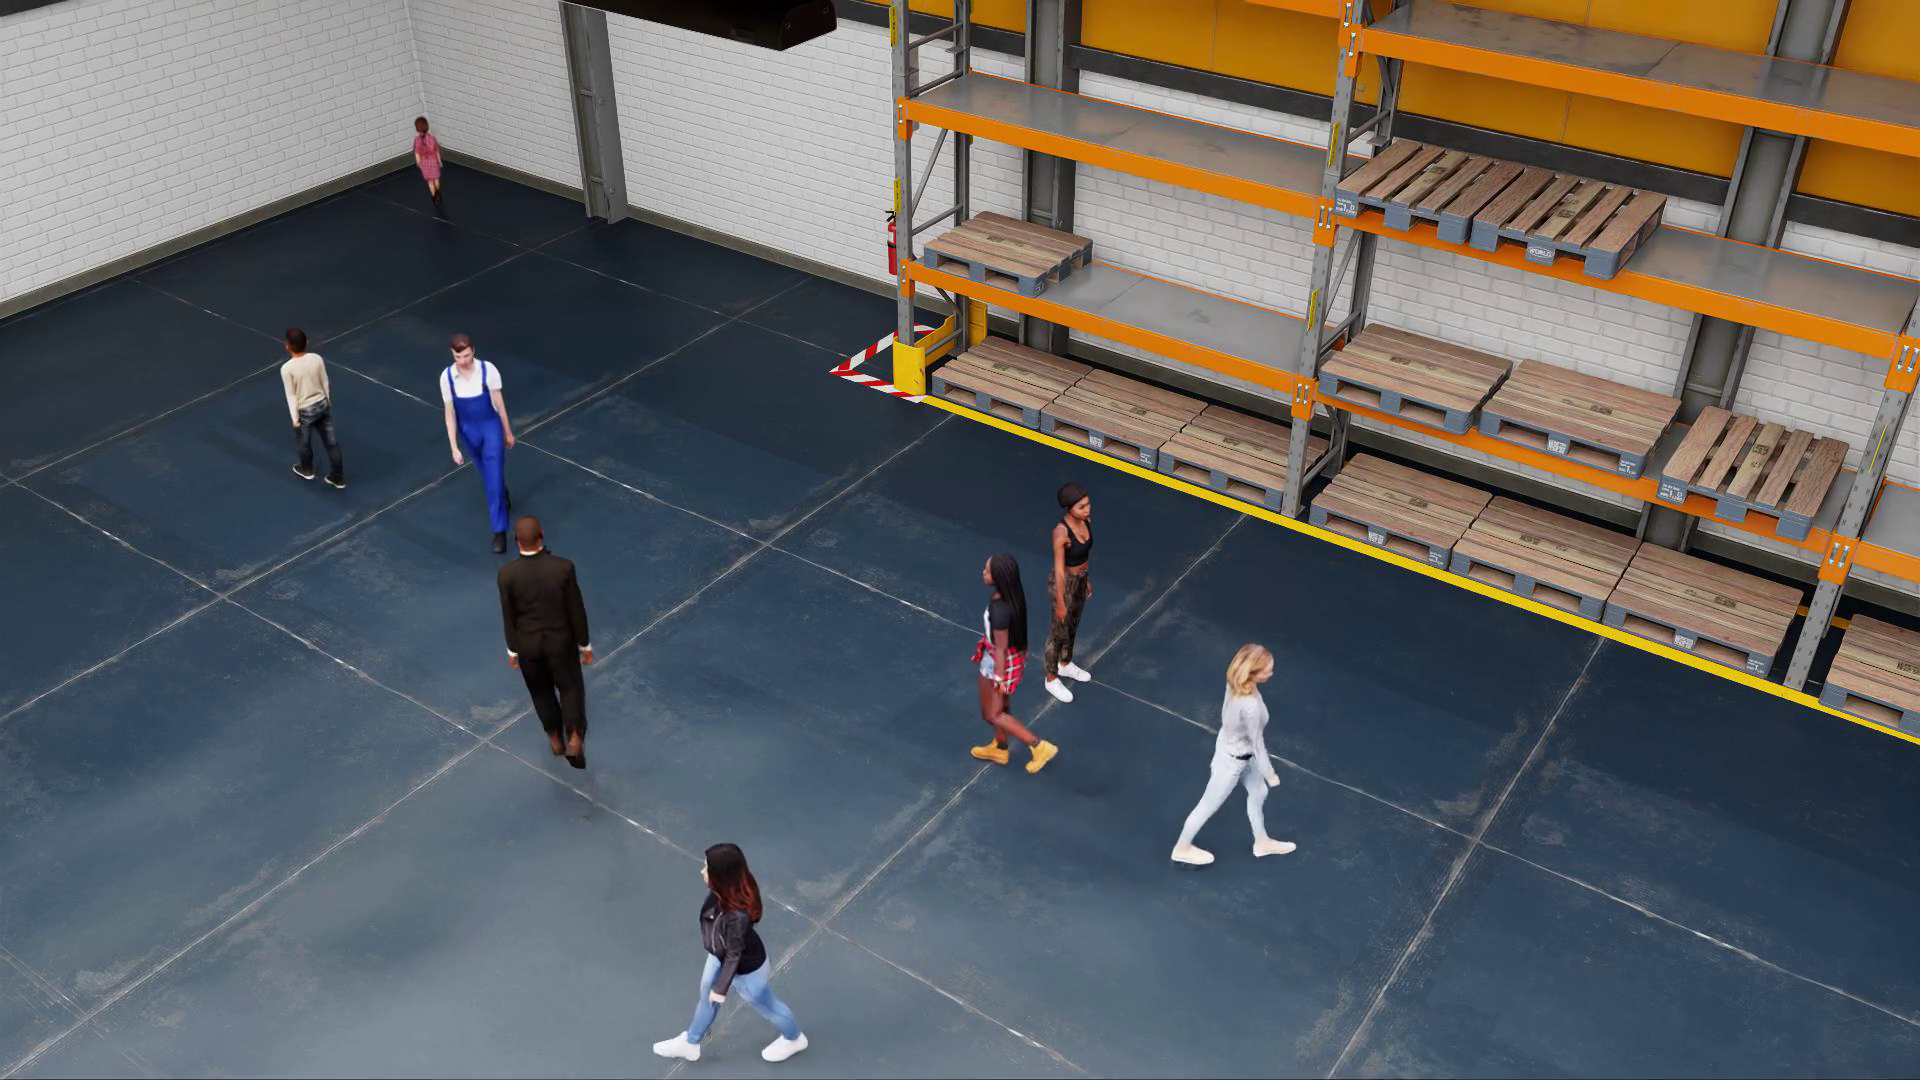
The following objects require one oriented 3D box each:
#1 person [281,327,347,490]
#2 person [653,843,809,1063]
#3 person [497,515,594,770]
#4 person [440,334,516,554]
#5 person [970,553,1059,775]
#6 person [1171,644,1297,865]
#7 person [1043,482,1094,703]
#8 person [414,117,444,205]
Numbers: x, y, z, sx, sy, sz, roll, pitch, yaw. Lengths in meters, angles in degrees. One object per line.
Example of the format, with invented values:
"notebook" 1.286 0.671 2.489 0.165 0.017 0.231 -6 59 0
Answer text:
"person" -5.390 -1.064 13.942 0.819 1.449 0.633 27 42 34
"person" -1.091 2.233 8.849 1.122 1.597 1.104 -9 35 -13
"person" -2.687 0.727 10.853 1.051 1.886 1.150 -9 35 -14
"person" -3.847 -0.881 13.359 1.260 1.789 1.295 -5 34 -8
"person" 0.372 0.833 10.850 0.943 1.712 0.777 8 34 11
"person" 1.553 1.353 10.033 1.112 1.750 0.957 1 34 1
"person" 0.765 0.329 11.620 0.511 1.700 0.579 20 39 27
"person" -6.180 -4.401 19.356 0.583 1.013 0.665 -13 36 -19
